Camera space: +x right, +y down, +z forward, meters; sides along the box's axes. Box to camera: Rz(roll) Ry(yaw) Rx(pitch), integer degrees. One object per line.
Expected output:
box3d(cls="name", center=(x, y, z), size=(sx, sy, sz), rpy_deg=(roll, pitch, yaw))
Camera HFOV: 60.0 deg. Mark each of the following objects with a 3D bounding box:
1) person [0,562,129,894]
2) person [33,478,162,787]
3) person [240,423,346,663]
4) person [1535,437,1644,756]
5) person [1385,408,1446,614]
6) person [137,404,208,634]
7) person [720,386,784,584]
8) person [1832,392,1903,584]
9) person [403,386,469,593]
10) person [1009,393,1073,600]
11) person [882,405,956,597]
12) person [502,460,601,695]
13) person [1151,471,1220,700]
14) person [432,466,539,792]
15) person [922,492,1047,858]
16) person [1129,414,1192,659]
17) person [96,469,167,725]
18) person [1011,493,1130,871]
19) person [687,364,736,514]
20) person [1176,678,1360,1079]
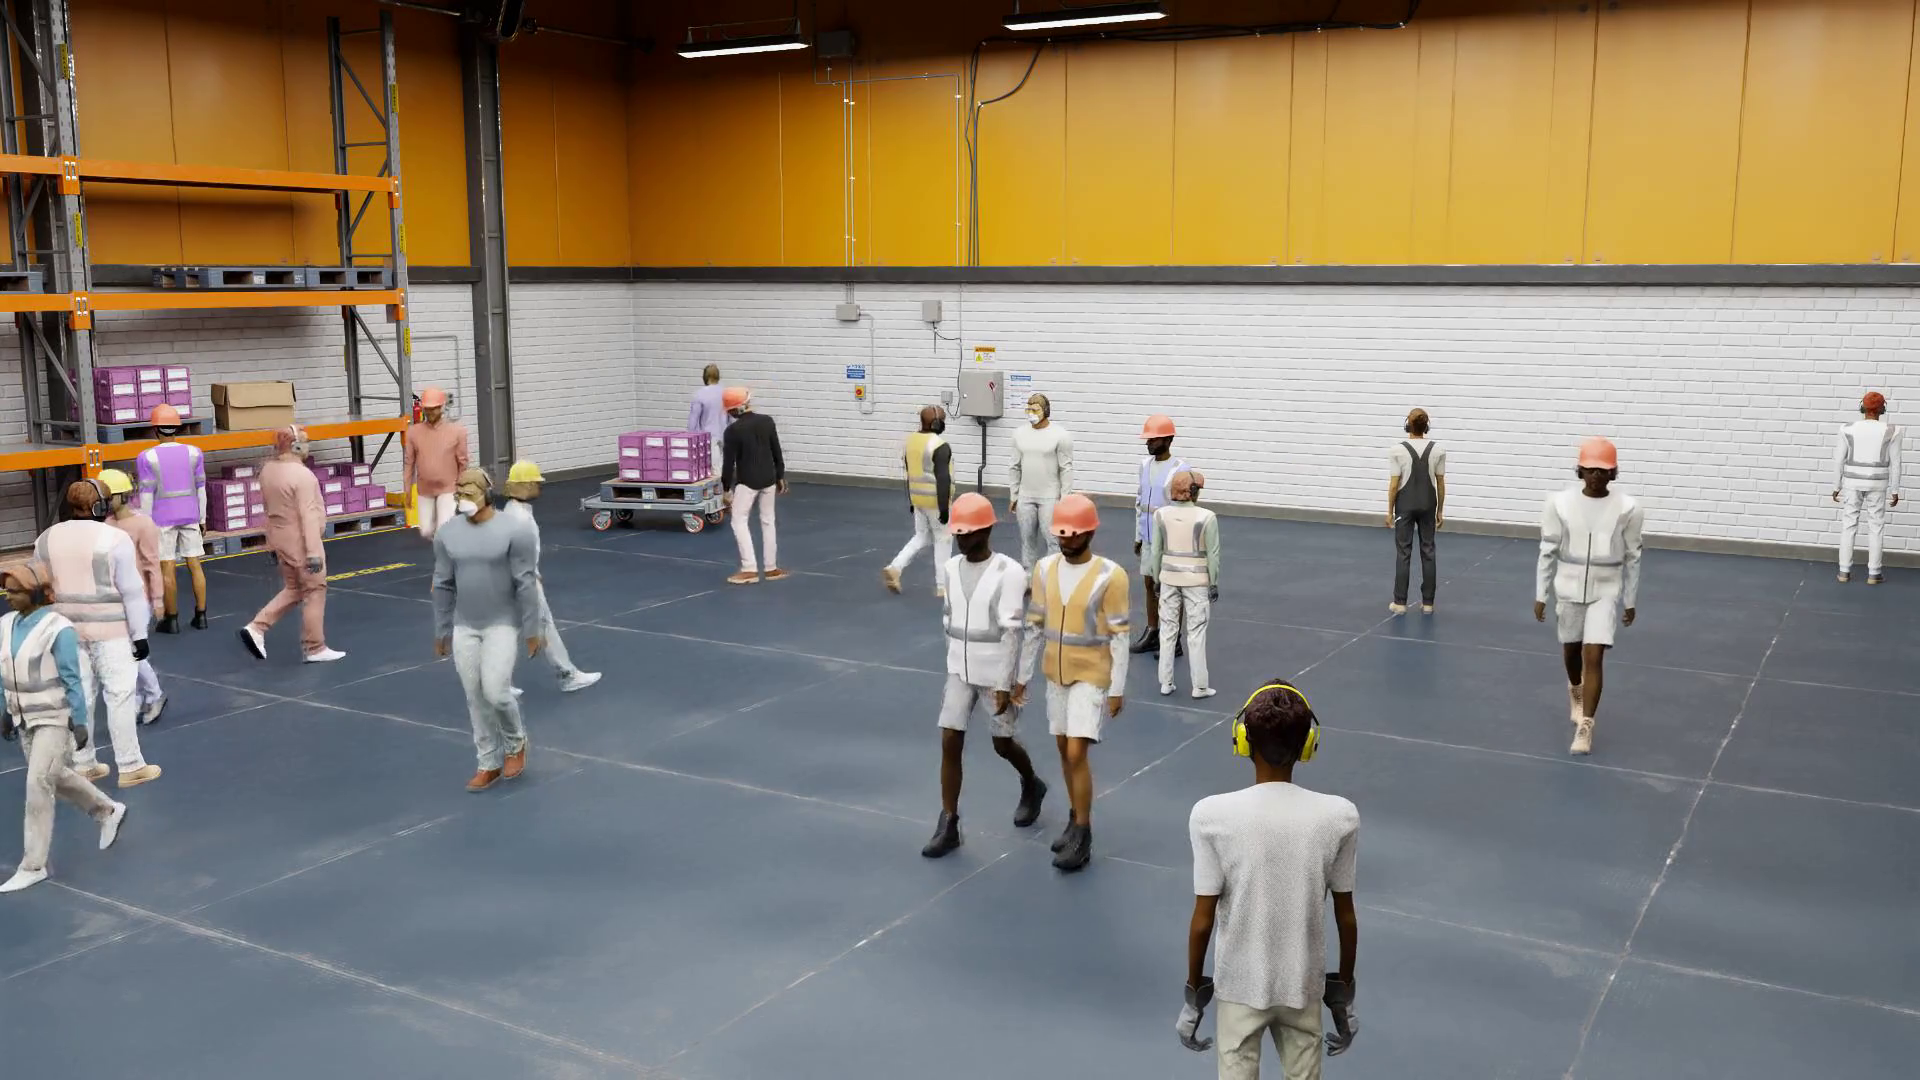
box3d(cls="person", center=(-4.569, 0.891, 8.398), size=(0.527, 1.615, 0.755), rpy_deg=(4, 10, 26))
box3d(cls="person", center=(-5.075, 0.548, 9.820), size=(0.633, 1.843, 0.429), rpy_deg=(1, 9, 8))
box3d(cls="person", center=(-5.162, 0.045, 12.821), size=(0.650, 1.888, 0.664), rpy_deg=(8, 12, 41))
box3d(cls="person", center=(4.085, 0.314, 10.809), size=(0.618, 2.004, 1.044), rpy_deg=(4, 10, 26))
box3d(cls="person", center=(4.047, -0.251, 14.792), size=(0.506, 1.847, 0.343), rpy_deg=(0, 9, 3))
box3d(cls="person", center=(-6.641, -0.176, 14.035), size=(0.361, 1.939, 0.543), rpy_deg=(9, 13, 44))
box3d(cls="person", center=(-2.024, -0.544, 16.343), size=(0.729, 1.944, 0.385), rpy_deg=(-8, 12, -40))
box3d(cls="person", center=(8.886, -0.513, 16.307), size=(0.587, 1.883, 0.341), rpy_deg=(6, 11, 34))
box3d(cls="person", center=(-5.011, -0.507, 15.999), size=(0.631, 1.970, 0.784), rpy_deg=(0, 9, 0))
box3d(cls="person", center=(0.735, -0.385, 15.343), size=(0.635, 1.937, 0.352), rpy_deg=(5, 11, 30))
box3d(cls="person", center=(-0.329, -0.349, 15.500), size=(0.660, 1.830, 0.632), rpy_deg=(-6, 11, -33))
box3d(cls="person", center=(-3.035, 0.276, 11.915), size=(0.864, 1.702, 0.507), rpy_deg=(-4, 10, -24))
box3d(cls="person", center=(1.606, 0.321, 11.878), size=(0.513, 1.637, 0.313), rpy_deg=(5, 11, 31))
box3d(cls="person", center=(-2.786, 0.526, 9.705), size=(0.648, 1.920, 0.441), rpy_deg=(2, 9, 14))
box3d(cls="person", center=(0.145, 0.678, 8.823), size=(0.546, 1.906, 0.872), rpy_deg=(6, 11, 33))
box3d(cls="person", center=(1.565, -0.025, 13.099), size=(0.372, 1.935, 0.551), rpy_deg=(-7, 12, -38))
box3d(cls="person", center=(-5.543, 0.400, 11.018), size=(0.542, 1.750, 0.374), rpy_deg=(4, 10, 22))
box3d(cls="person", center=(0.531, 0.717, 8.517), size=(0.565, 1.914, 0.665), rpy_deg=(8, 12, 39))
box3d(cls="person", center=(-3.141, -1.282, 21.127), size=(1.012, 1.893, 0.638), rpy_deg=(8, 12, 39))
box3d(cls="person", center=(0.899, 1.330, 4.855), size=(0.533, 1.868, 0.310), rpy_deg=(0, 9, -2))
